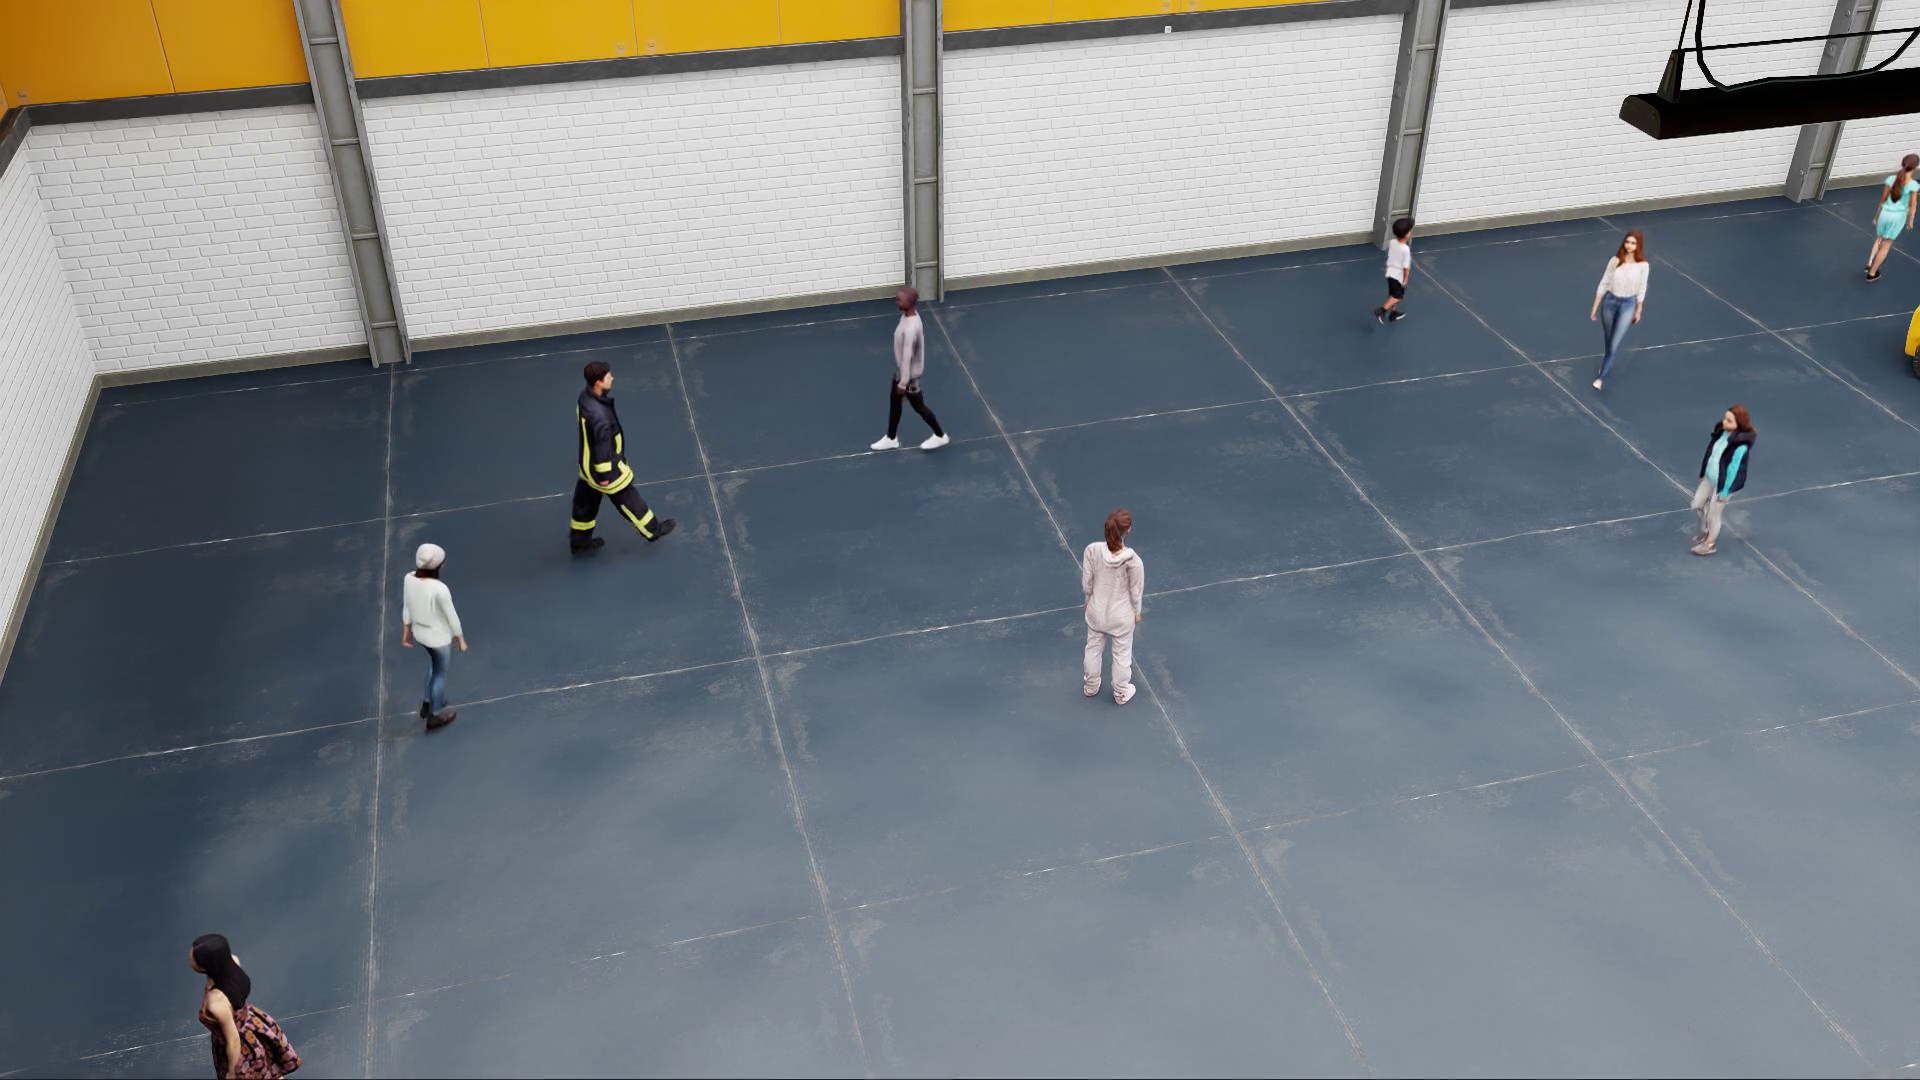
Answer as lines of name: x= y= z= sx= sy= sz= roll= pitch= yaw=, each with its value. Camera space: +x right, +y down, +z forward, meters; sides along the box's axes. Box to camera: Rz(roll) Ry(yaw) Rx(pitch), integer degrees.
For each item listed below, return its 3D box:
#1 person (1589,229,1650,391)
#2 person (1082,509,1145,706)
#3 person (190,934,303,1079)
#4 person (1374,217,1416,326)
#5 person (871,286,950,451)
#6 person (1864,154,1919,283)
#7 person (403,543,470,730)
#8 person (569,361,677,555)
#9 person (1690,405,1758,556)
person: x=6.897 y=-2.443 z=17.366 sx=1.053 sy=1.684 sz=1.174 roll=21 pitch=39 yaw=29
person: x=1.168 y=0.524 z=12.898 sx=0.710 sy=1.689 sz=0.789 roll=14 pitch=36 yaw=20
person: x=-4.018 y=2.849 z=9.325 sx=0.666 sy=1.774 sz=0.664 roll=-7 pitch=34 yaw=-10
person: x=4.847 y=-2.984 z=18.574 sx=0.767 sy=1.248 sz=0.578 roll=-16 pitch=37 yaw=-23
person: x=-0.397 y=-1.600 z=16.080 sx=1.031 sy=1.704 sz=0.702 roll=-4 pitch=34 yaw=-6
person: x=10.881 y=-3.749 z=19.454 sx=0.693 sy=1.549 sz=0.641 roll=-22 pitch=39 yaw=-29
person: x=-4.043 y=0.752 z=12.625 sx=0.731 sy=1.612 sz=0.788 roll=11 pitch=35 yaw=17
person: x=-3.219 y=-0.674 z=14.538 sx=1.237 sy=1.869 sz=0.906 roll=-14 pitch=36 yaw=-20
person: x=6.772 y=-0.531 z=14.666 sx=0.567 sy=1.489 sz=0.566 roll=-8 pitch=34 yaw=-12
